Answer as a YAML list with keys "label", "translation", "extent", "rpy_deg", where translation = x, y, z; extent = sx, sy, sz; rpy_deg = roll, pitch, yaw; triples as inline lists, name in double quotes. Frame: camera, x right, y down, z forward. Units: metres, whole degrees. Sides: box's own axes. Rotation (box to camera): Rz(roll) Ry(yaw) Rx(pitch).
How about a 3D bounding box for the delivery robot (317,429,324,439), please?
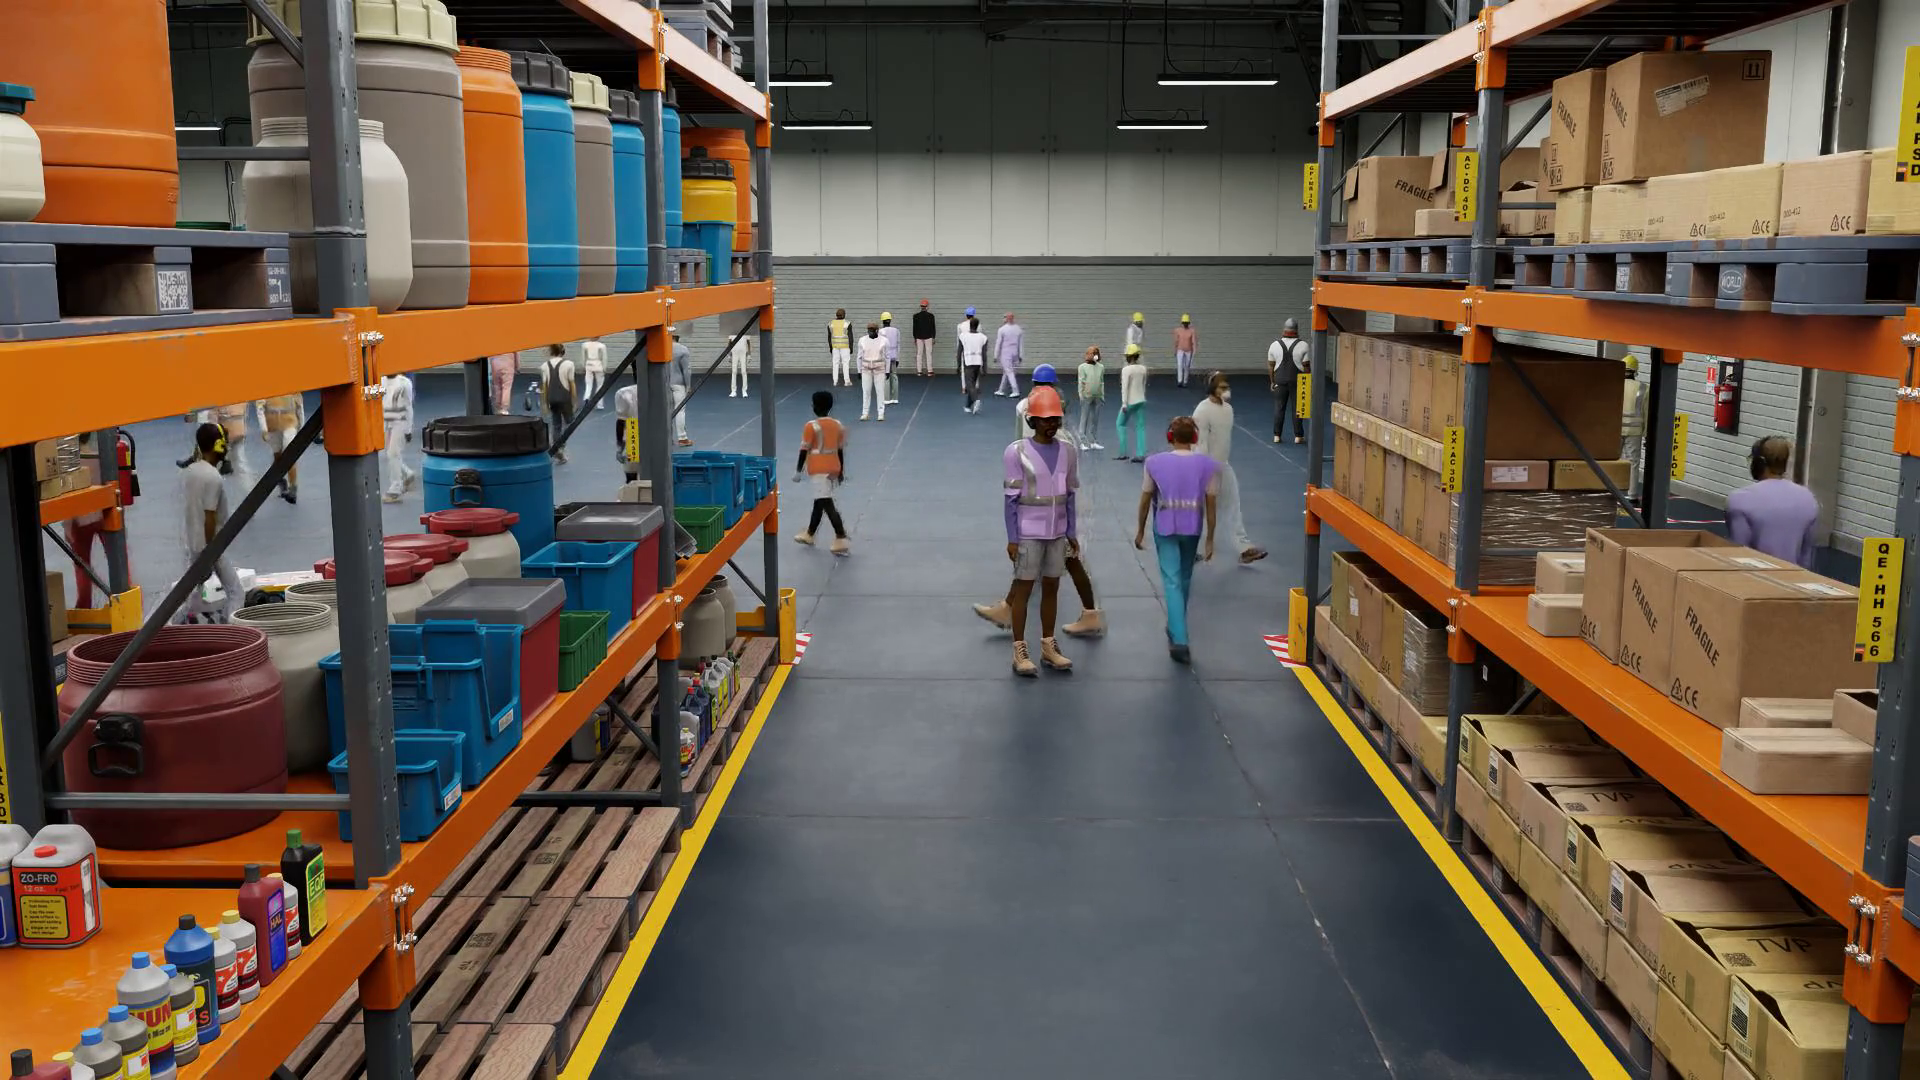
- label: "delivery robot"
  translation: [-10.229, -1.898, 27.304]
  extent: [0.477, 0.478, 0.707]
  rpy_deg: [6, 11, 33]

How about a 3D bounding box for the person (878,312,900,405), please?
- label: "person"
  translation: [-1.511, -3.787, 34.676]
  extent: [0.590, 1.923, 0.383]
  rpy_deg: [-9, 13, -43]

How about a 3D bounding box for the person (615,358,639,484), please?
- label: "person"
  translation: [-3.558, -1.096, 18.556]
  extent: [0.637, 1.915, 0.974]
  rpy_deg: [-4, 10, -23]

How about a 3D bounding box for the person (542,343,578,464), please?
- label: "person"
  translation: [-5.877, -2.024, 24.399]
  extent: [0.536, 1.827, 0.463]
  rpy_deg: [2, 10, 14]

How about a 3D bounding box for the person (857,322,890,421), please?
- label: "person"
  translation: [-1.623, -3.161, 31.180]
  extent: [0.630, 1.840, 0.429]
  rpy_deg: [1, 10, 8]

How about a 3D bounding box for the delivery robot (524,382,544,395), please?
- label: "delivery robot"
  translation: [-8.593, -3.076, 33.580]
  extent: [0.335, 0.223, 0.698]
  rpy_deg: [-5, 11, -30]

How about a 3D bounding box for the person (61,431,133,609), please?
- label: "person"
  translation: [-7.079, -0.164, 13.608]
  extent: [0.911, 1.715, 0.545]
  rpy_deg: [8, 12, 38]

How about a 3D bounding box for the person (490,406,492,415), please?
- label: "person"
  translation: [-8.662, -2.816, 29.595]
  extent: [0.720, 1.666, 0.551]
  rpy_deg: [-5, 11, -27]

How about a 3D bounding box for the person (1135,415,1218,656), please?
- label: "person"
  translation: [1.661, -0.047, 12.667]
  extent: [0.585, 1.805, 0.958]
  rpy_deg: [-1, 10, -8]

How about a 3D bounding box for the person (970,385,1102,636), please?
- label: "person"
  translation: [0.638, -0.221, 13.131]
  extent: [1.077, 1.980, 0.628]
  rpy_deg: [-1, 9, -3]

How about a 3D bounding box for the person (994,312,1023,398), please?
- label: "person"
  translation: [1.053, -4.070, 36.589]
  extent: [0.659, 1.860, 0.980]
  rpy_deg: [-8, 12, -38]

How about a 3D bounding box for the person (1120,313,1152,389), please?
- label: "person"
  translation: [4.127, -4.425, 38.918]
  extent: [0.929, 1.774, 0.618]
  rpy_deg: [9, 13, 44]

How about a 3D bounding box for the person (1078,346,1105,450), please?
- label: "person"
  translation: [2.083, -2.247, 26.314]
  extent: [0.501, 1.636, 0.279]
  rpy_deg: [-6, 11, -33]

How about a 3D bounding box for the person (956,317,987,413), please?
- label: "person"
  translation: [0.269, -3.435, 32.708]
  extent: [0.597, 1.879, 0.888]
  rpy_deg: [-4, 10, -21]

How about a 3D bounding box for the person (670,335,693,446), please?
- label: "person"
  translation: [-4.613, -2.488, 26.854]
  extent: [0.630, 1.940, 0.371]
  rpy_deg: [4, 10, 21]

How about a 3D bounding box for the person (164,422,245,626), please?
- label: "person"
  translation: [-5.456, 0.070, 11.885]
  extent: [0.525, 1.830, 0.903]
  rpy_deg: [8, 12, 40]

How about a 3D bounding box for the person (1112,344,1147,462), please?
- label: "person"
  translation: [2.526, -2.036, 24.709]
  extent: [0.542, 1.738, 0.656]
  rpy_deg: [-8, 12, -38]

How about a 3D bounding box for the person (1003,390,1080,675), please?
- label: "person"
  translation: [0.602, -0.060, 11.994]
  extent: [0.604, 2.044, 0.375]
  rpy_deg: [-6, 11, -30]

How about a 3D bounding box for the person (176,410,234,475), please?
- label: "person"
  translation: [-10.610, -1.859, 23.270]
  extent: [1.021, 1.879, 0.561]
  rpy_deg: [2, 10, 11]

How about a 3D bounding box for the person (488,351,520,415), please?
- label: "person"
  translation: [-8.815, -3.314, 32.083]
  extent: [0.639, 1.862, 1.015]
  rpy_deg: [-1, 10, -7]

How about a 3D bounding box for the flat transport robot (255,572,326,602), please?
- label: "flat transport robot"
  translation: [-5.681, 0.416, 14.573]
  extent: [1.431, 0.197, 0.652]
  rpy_deg: [-4, 10, -23]

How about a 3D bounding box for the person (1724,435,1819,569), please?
- label: "person"
  translation: [4.808, 0.315, 10.110]
  extent: [0.661, 1.917, 0.702]
  rpy_deg: [-2, 10, -13]

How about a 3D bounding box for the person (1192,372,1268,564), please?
- label: "person"
  translation: [2.538, -0.695, 16.278]
  extent: [1.009, 1.883, 0.659]
  rpy_deg: [8, 13, 41]

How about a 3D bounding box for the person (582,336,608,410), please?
- label: "person"
  translation: [-7.308, -3.405, 33.261]
  extent: [0.530, 1.623, 0.549]
  rpy_deg: [1, 9, 4]

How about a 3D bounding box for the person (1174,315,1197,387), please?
- label: "person"
  translation: [5.303, -4.433, 39.161]
  extent: [0.535, 1.707, 0.943]
  rpy_deg: [1, 10, 5]

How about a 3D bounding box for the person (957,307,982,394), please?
- label: "person"
  translation: [0.234, -4.268, 37.489]
  extent: [0.602, 1.948, 0.387]
  rpy_deg: [3, 10, 17]

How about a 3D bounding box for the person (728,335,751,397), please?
- label: "person"
  translation: [-4.861, -4.079, 36.609]
  extent: [0.519, 1.865, 0.327]
  rpy_deg: [0, 9, 1]

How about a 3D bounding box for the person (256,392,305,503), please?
- label: "person"
  translation: [-8.446, -1.413, 20.691]
  extent: [0.545, 1.878, 1.026]
  rpy_deg: [-3, 10, -20]

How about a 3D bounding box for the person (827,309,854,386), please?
- label: "person"
  translation: [-2.851, -4.629, 39.969]
  extent: [0.633, 1.843, 0.429]
  rpy_deg: [3, 10, 15]

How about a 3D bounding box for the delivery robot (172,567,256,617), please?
- label: "delivery robot"
  translation: [-6.090, 0.393, 13.583]
  extent: [0.477, 0.478, 0.707]
  rpy_deg: [2, 10, 12]

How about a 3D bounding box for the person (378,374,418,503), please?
- label: "person"
  translation: [-6.968, -1.408, 20.616]
  extent: [0.612, 1.865, 0.545]
  rpy_deg: [6, 11, 31]

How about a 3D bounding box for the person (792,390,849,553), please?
- label: "person"
  translation: [-1.413, -0.709, 17.046]
  extent: [0.874, 1.649, 0.531]
  rpy_deg: [7, 12, 35]

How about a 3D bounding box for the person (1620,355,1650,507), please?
- label: "person"
  translation: [8.072, -1.322, 20.184]
  extent: [0.600, 1.831, 0.404]
  rpy_deg: [5, 11, 26]

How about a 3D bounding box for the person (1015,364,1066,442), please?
- label: "person"
  translation: [0.814, -0.777, 16.571]
  extent: [0.403, 1.948, 0.605]
  rpy_deg: [-9, 13, -43]

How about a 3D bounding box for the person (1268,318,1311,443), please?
- label: "person"
  translation: [5.441, -2.606, 27.382]
  extent: [0.688, 2.000, 0.539]
  rpy_deg: [4, 10, 22]

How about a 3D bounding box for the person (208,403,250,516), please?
- label: "person"
  translation: [-8.594, -1.221, 19.352]
  extent: [0.729, 1.898, 0.630]
  rpy_deg: [4, 10, 20]

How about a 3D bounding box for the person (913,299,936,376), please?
- label: "person"
  translation: [-0.924, -5.284, 43.428]
  extent: [0.611, 1.996, 0.378]
  rpy_deg: [3, 10, 16]
